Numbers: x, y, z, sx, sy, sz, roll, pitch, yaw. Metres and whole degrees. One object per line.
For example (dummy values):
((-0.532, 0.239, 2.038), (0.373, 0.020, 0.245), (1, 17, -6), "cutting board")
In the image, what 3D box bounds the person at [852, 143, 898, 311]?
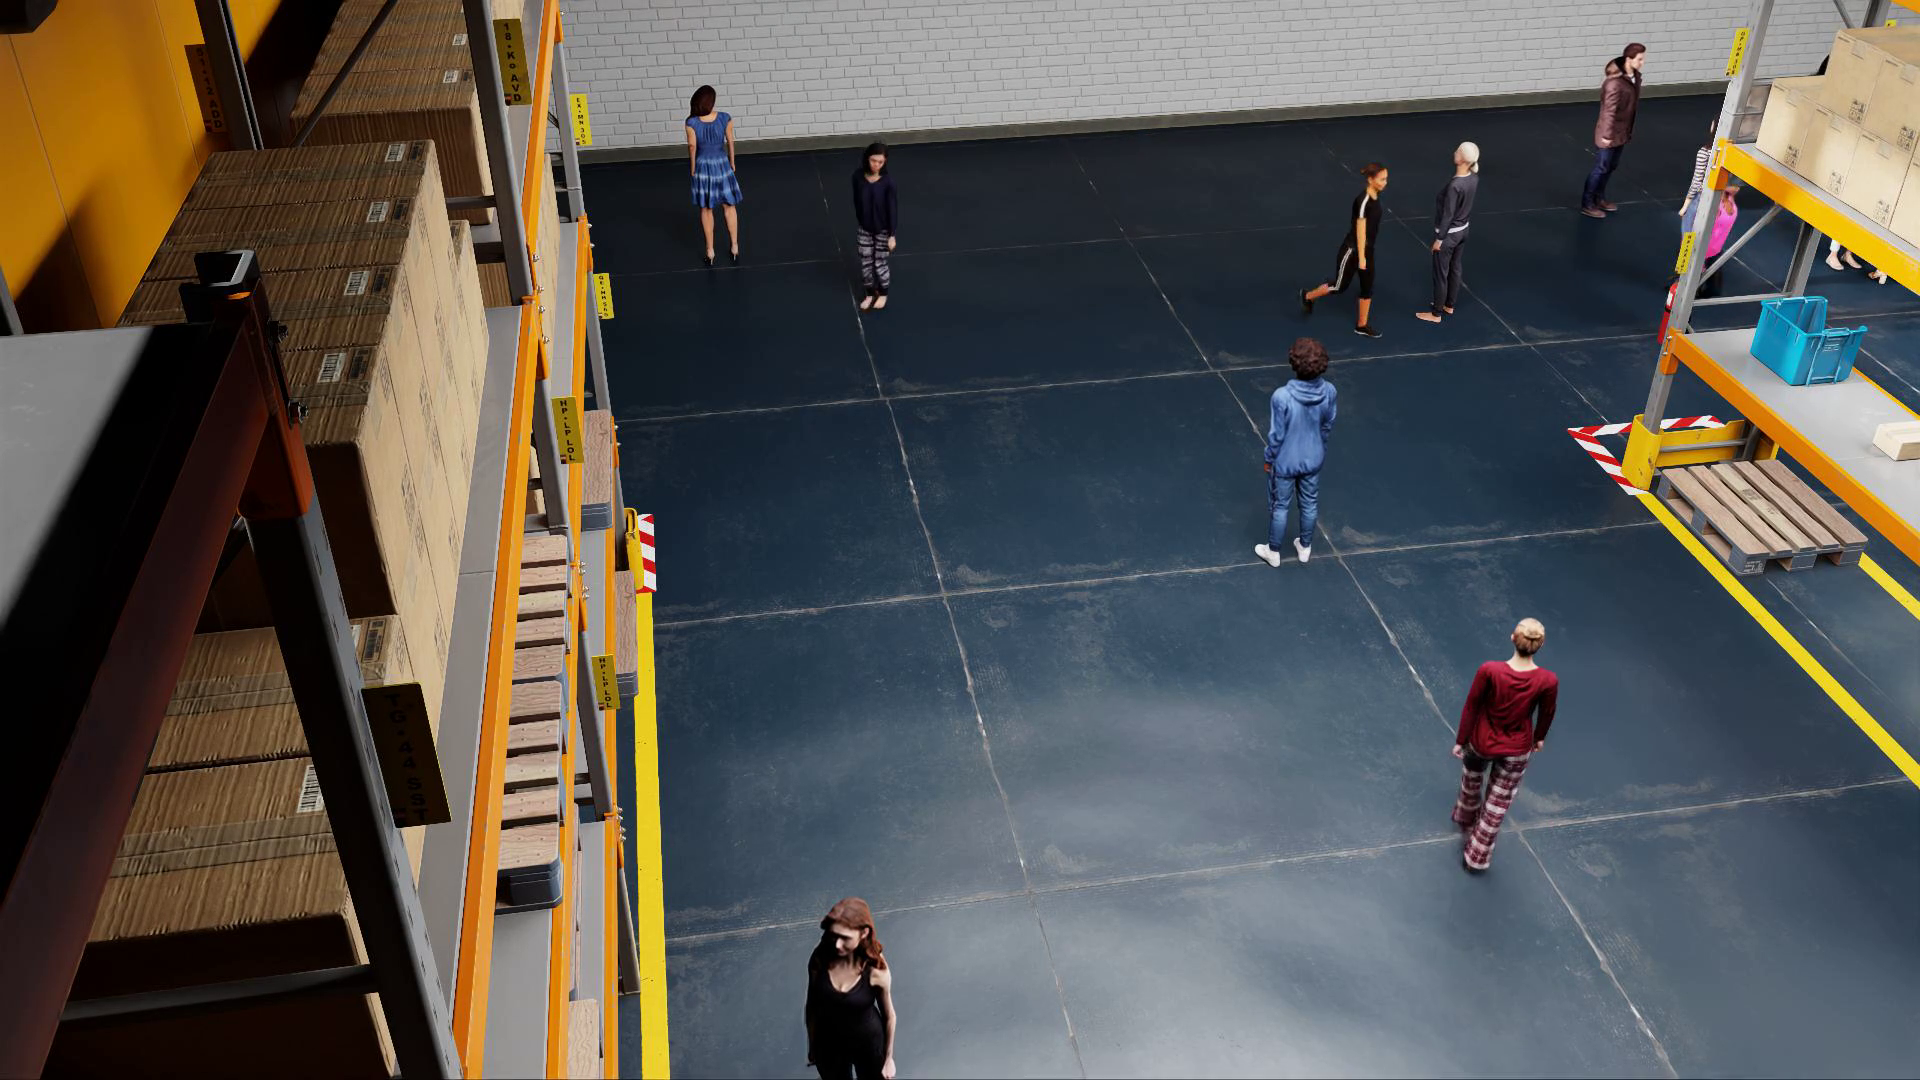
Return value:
((-0.781, -2.944, 15.555), (0.755, 1.692, 0.801), (17, 37, 24), "person")

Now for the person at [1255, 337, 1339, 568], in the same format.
((2.425, -0.624, 11.956), (0.675, 1.811, 0.570), (-7, 34, -11), "person")

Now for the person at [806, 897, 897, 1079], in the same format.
((-0.487, 2.282, 7.642), (0.648, 1.746, 0.642), (8, 34, 12), "person")

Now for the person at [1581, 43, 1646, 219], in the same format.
((6.867, -4.326, 17.498), (0.894, 1.843, 0.863), (27, 42, 34), "person")

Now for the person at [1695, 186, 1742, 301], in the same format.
((6.648, -2.597, 15.013), (0.657, 1.714, 0.729), (-18, 38, -25), "person")

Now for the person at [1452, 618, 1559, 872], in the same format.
((3.036, 1.184, 9.350), (0.843, 1.685, 0.936), (9, 35, 13), "person")

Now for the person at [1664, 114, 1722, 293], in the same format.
((7.074, -3.187, 15.825), (0.602, 1.797, 0.511), (-10, 35, -14), "person")

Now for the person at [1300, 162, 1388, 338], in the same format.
((3.540, -2.651, 15.167), (1.097, 1.634, 0.982), (24, 41, 32), "person")

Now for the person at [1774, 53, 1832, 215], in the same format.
((8.899, -4.213, 17.444), (1.021, 1.713, 1.048), (25, 41, 32), "person")

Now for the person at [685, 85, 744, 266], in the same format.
((-2.440, -3.613, 16.458), (0.706, 1.806, 0.628), (-12, 35, -17), "person")

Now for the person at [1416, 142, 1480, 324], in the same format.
((4.563, -2.866, 15.409), (0.709, 1.724, 0.681), (28, 43, 35), "person")
